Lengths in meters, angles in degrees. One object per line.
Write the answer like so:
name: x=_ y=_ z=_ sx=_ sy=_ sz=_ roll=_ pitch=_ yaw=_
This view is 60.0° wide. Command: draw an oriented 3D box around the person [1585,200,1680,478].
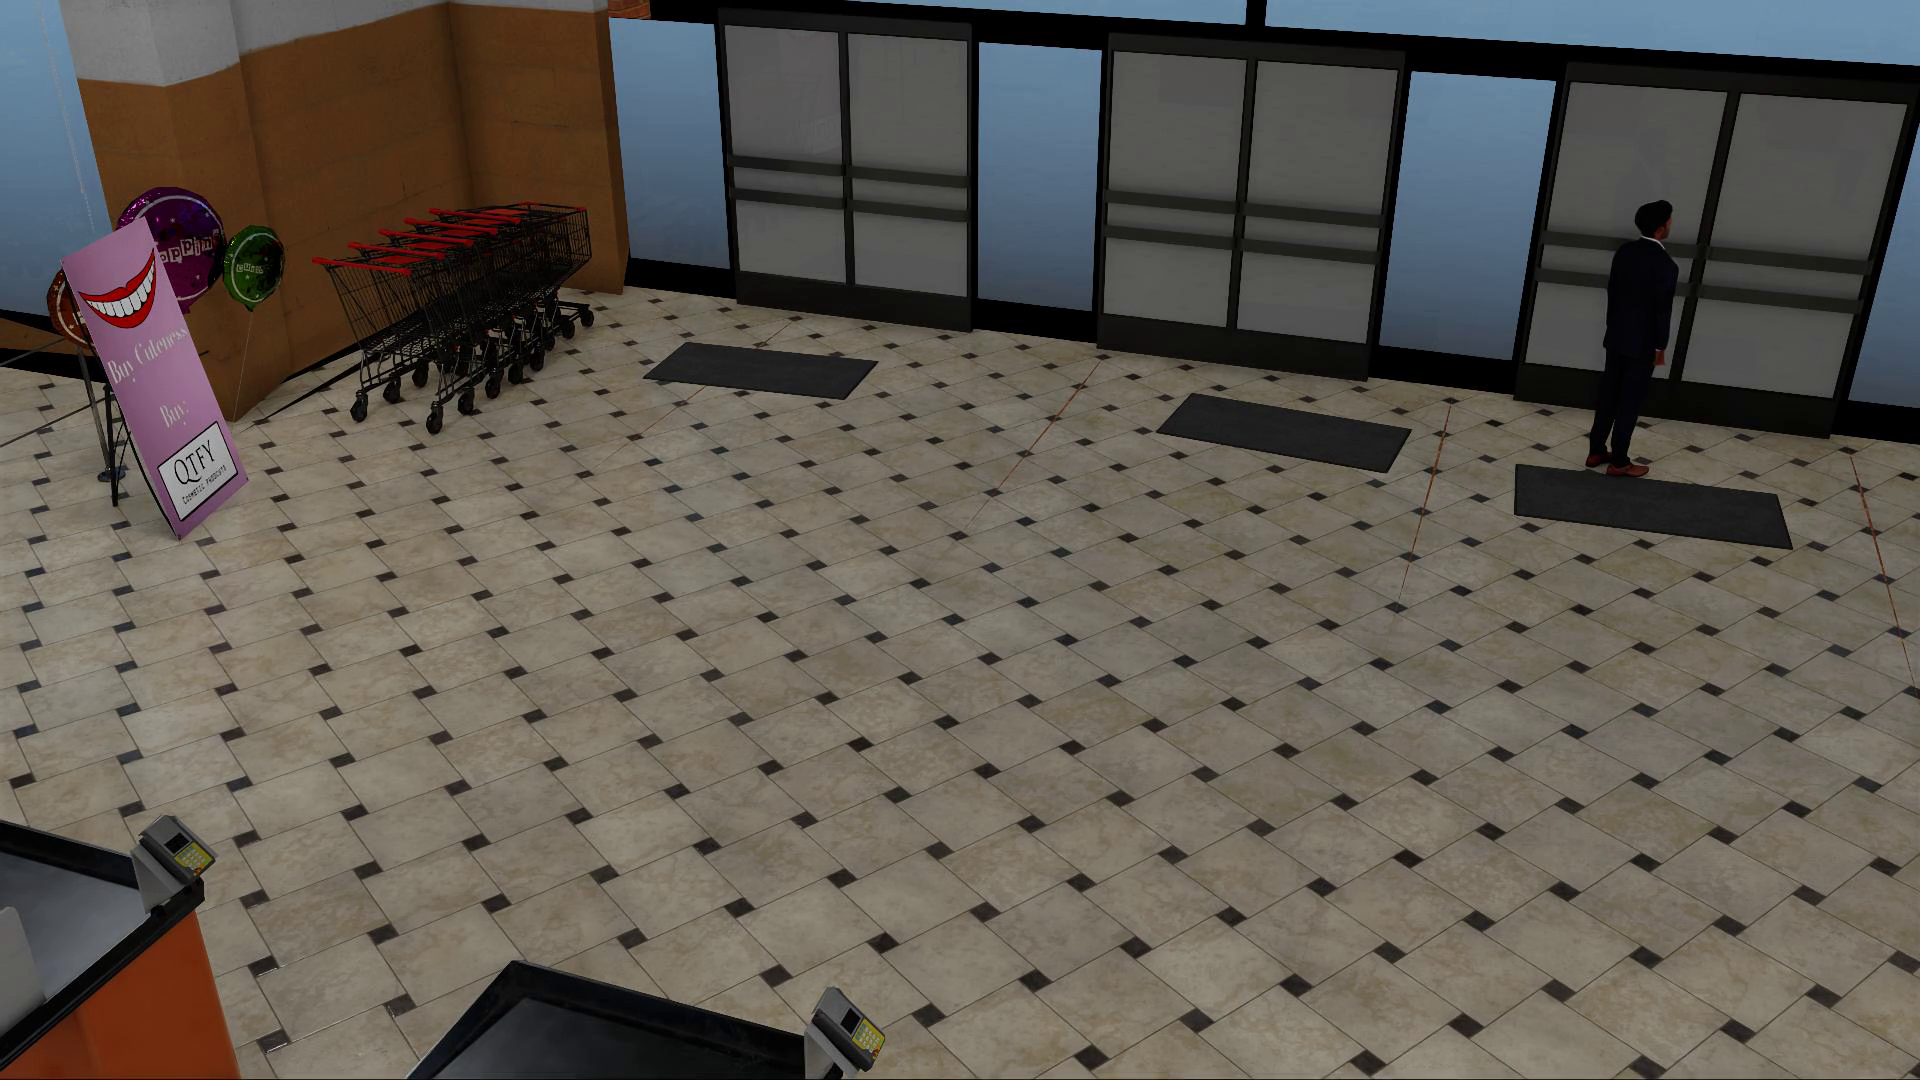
person: x=4.096 y=-1.221 z=10.134 sx=0.760 sy=1.727 sz=0.694 roll=-11 pitch=29 yaw=-21
